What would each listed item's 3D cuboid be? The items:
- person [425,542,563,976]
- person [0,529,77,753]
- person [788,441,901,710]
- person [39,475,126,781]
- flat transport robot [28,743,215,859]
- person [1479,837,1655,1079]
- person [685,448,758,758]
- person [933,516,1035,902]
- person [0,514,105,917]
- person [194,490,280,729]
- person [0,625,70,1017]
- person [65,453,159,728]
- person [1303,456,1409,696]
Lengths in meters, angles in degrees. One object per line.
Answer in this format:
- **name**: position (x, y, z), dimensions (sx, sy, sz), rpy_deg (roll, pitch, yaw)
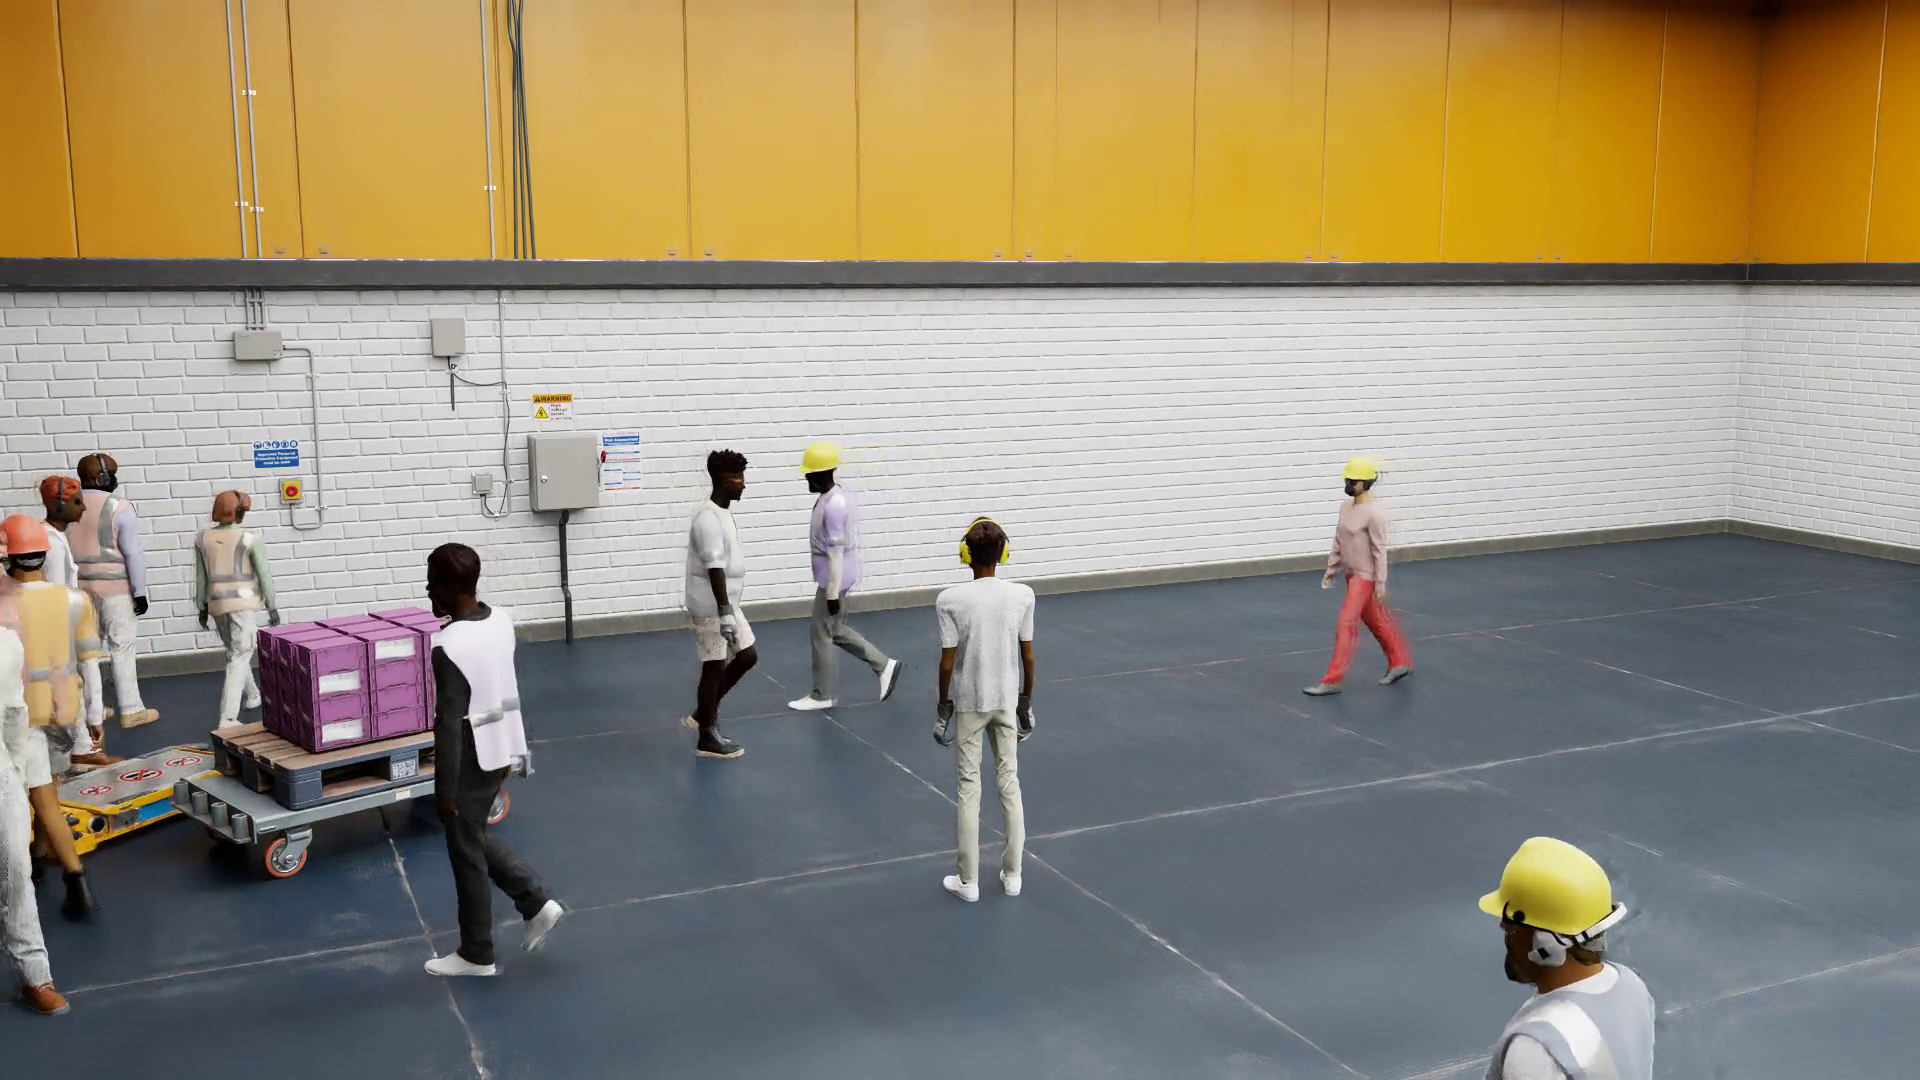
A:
- **person**: position (-2.049, 0.949, 7.100), dimensions (0.485, 1.903, 0.621), rpy_deg (1, 9, 7)
- **person**: position (-4.545, 0.857, 7.767), dimensions (0.547, 1.874, 0.673), rpy_deg (8, 12, 41)
- **person**: position (-0.805, 0.255, 11.424), dimensions (0.710, 1.897, 0.621), rpy_deg (0, 9, -2)
- **person**: position (-5.285, 0.540, 9.791), dimensions (0.753, 1.847, 0.584), rpy_deg (-5, 10, -26)
- **flat transport robot**: position (-4.603, 1.420, 9.234), dimensions (0.652, 0.197, 1.431), rpy_deg (4, 10, 23)
- **person**: position (1.344, 1.551, 3.781), dimensions (0.947, 1.786, 0.585), rpy_deg (6, 11, 33)
- **person**: position (-1.495, 0.400, 10.384), dimensions (0.432, 1.944, 0.643), rpy_deg (1, 9, 7)
- **person**: position (0.118, 0.814, 8.047), dimensions (0.513, 1.872, 0.328), rpy_deg (-3, 10, -18)
- **person**: position (-4.400, 0.825, 7.950), dimensions (0.985, 1.900, 0.545), rpy_deg (6, 11, 34)
- **person**: position (-4.848, 0.454, 11.168), dimensions (0.536, 1.583, 0.851), rpy_deg (2, 9, 13)
- **person**: position (-4.175, 1.001, 6.866), dimensions (1.000, 1.894, 0.638), rpy_deg (6, 11, 31)
- **person**: position (-5.704, 0.337, 11.098), dimensions (0.634, 1.839, 0.429), rpy_deg (2, 9, 9)
- **person**: position (2.920, 0.248, 12.014), dimensions (0.907, 1.727, 0.518), rpy_deg (-2, 9, -13)
